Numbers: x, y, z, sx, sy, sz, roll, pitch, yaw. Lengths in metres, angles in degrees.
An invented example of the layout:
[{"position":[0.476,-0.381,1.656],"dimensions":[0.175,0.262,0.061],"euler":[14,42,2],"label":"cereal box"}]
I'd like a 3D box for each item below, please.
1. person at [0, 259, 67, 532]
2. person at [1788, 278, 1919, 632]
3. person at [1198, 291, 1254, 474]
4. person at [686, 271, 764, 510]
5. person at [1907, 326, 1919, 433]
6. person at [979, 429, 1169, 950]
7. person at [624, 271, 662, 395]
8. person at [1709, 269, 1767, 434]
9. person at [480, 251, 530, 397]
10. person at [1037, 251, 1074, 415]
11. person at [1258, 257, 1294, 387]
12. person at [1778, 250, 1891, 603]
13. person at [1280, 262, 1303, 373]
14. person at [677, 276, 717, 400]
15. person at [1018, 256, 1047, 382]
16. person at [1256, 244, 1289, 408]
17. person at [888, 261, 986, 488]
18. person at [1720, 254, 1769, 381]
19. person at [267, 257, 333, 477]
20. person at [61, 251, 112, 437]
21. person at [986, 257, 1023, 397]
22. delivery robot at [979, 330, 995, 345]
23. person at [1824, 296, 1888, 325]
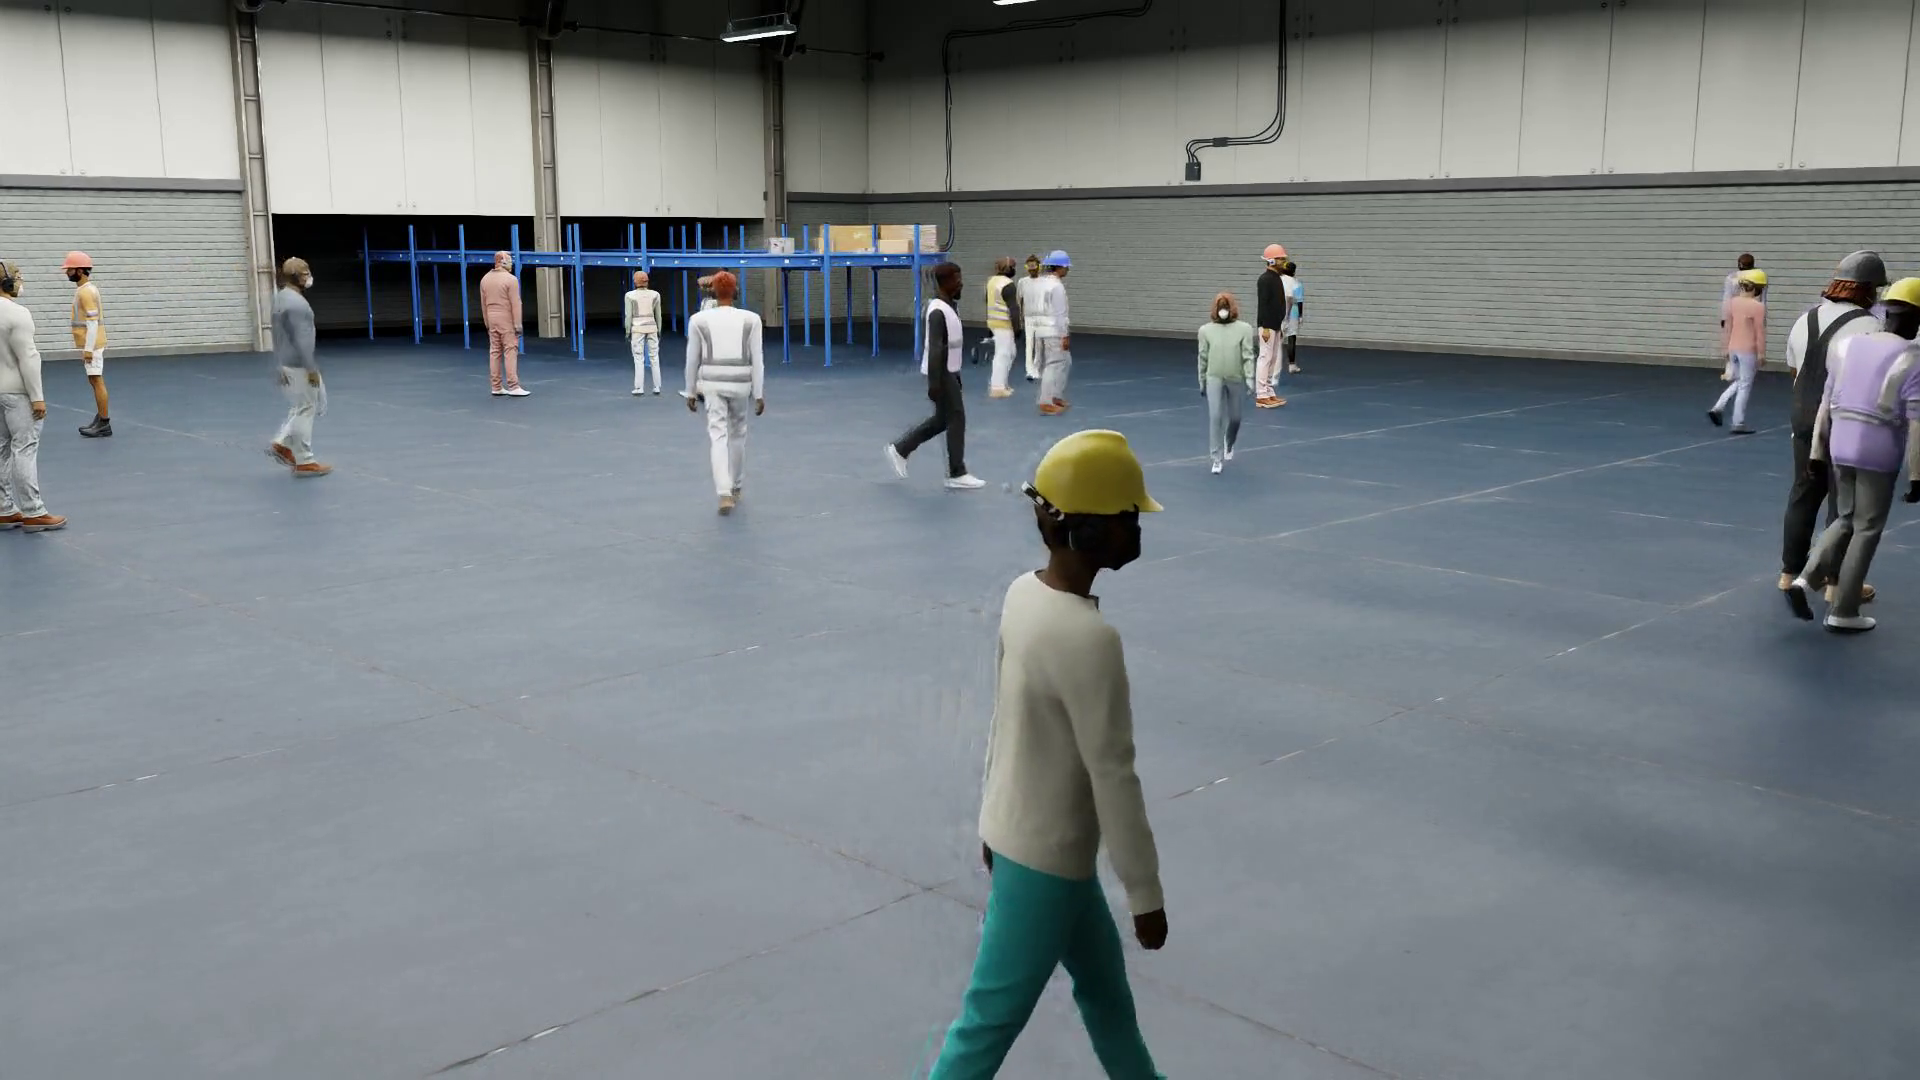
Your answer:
[{"position":[-6.815,-1.036,11.959],"dimensions":[0.628,1.940,0.373],"euler":[5,11,24],"label":"person"},{"position":[4.814,-0.434,8.798],"dimensions":[0.540,1.886,0.640],"euler":[-4,11,-22],"label":"person"},{"position":[2.397,-1.443,15.057],"dimensions":[0.500,1.614,0.662],"euler":[1,10,7],"label":"person"},{"position":[-1.834,-1.170,12.984],"dimensions":[0.593,1.838,0.976],"euler":[-2,11,-10],"label":"person"},{"position":[10.078,-1.946,17.285],"dimensions":[0.804,1.812,0.585],"euler":[-9,14,-40],"label":"person"},{"position":[0.255,0.632,3.462],"dimensions":[0.907,1.715,0.544],"euler":[-2,11,-11],"label":"person"},{"position":[-4.213,-2.753,22.143],"dimensions":[0.516,1.636,0.314],"euler":[-6,12,-30],"label":"person"},{"position":[8.386,-2.015,17.785],"dimensions":[0.407,1.752,0.535],"euler":[-2,11,-10],"label":"person"},{"position":[-6.012,-2.856,21.977],"dimensions":[0.642,1.905,0.399],"euler":[6,12,31],"label":"person"},{"position":[1.190,-2.450,19.693],"dimensions":[0.607,1.923,0.642],"euler":[-2,11,-9],"label":"person"},{"position":[4.430,-3.100,23.411],"dimensions":[0.401,1.862,0.547],"euler":[-10,14,-44],"label":"person"},{"position":[5.181,-0.658,9.730],"dimensions":[0.536,2.000,0.679],"euler":[-3,11,-16],"label":"person"},{"position":[5.058,-3.437,25.707],"dimensions":[0.541,1.695,0.315],"euler":[8,13,36],"label":"person"},{"position":[-3.188,-2.535,21.058],"dimensions":[0.878,1.585,0.530],"euler":[-5,11,-25],"label":"person"},{"position":[1.094,-3.244,24.352],"dimensions":[0.498,1.814,1.006],"euler":[0,10,1],"label":"person"},{"position":[3.865,-2.656,20.627],"dimensions":[0.376,1.997,0.612],"euler":[5,12,27],"label":"person"},{"position":[-0.205,-1.400,14.053],"dimensions":[0.780,1.900,0.589],"euler":[1,10,5],"label":"person"},{"position":[11.455,-3.261,24.357],"dimensions":[0.624,1.845,0.429],"euler":[1,10,3],"label":"person"},{"position":[-5.804,-1.521,14.644],"dimensions":[0.463,1.924,0.633],"euler":[-5,11,-24],"label":"person"},{"position":[-9.244,-2.075,17.618],"dimensions":[0.364,1.939,0.542],"euler":[-5,12,-27],"label":"person"},{"position":[0.623,-2.799,21.886],"dimensions":[0.564,1.824,0.623],"euler":[-3,11,-18],"label":"person"},{"position":[0.505,-3.400,27.772],"dimensions":[0.335,0.223,0.698],"euler":[3,11,16],"label":"delivery robot"},{"position":[7.922,-1.526,14.822],"dimensions":[0.655,1.879,0.867],"euler":[0,10,0],"label":"person"}]
